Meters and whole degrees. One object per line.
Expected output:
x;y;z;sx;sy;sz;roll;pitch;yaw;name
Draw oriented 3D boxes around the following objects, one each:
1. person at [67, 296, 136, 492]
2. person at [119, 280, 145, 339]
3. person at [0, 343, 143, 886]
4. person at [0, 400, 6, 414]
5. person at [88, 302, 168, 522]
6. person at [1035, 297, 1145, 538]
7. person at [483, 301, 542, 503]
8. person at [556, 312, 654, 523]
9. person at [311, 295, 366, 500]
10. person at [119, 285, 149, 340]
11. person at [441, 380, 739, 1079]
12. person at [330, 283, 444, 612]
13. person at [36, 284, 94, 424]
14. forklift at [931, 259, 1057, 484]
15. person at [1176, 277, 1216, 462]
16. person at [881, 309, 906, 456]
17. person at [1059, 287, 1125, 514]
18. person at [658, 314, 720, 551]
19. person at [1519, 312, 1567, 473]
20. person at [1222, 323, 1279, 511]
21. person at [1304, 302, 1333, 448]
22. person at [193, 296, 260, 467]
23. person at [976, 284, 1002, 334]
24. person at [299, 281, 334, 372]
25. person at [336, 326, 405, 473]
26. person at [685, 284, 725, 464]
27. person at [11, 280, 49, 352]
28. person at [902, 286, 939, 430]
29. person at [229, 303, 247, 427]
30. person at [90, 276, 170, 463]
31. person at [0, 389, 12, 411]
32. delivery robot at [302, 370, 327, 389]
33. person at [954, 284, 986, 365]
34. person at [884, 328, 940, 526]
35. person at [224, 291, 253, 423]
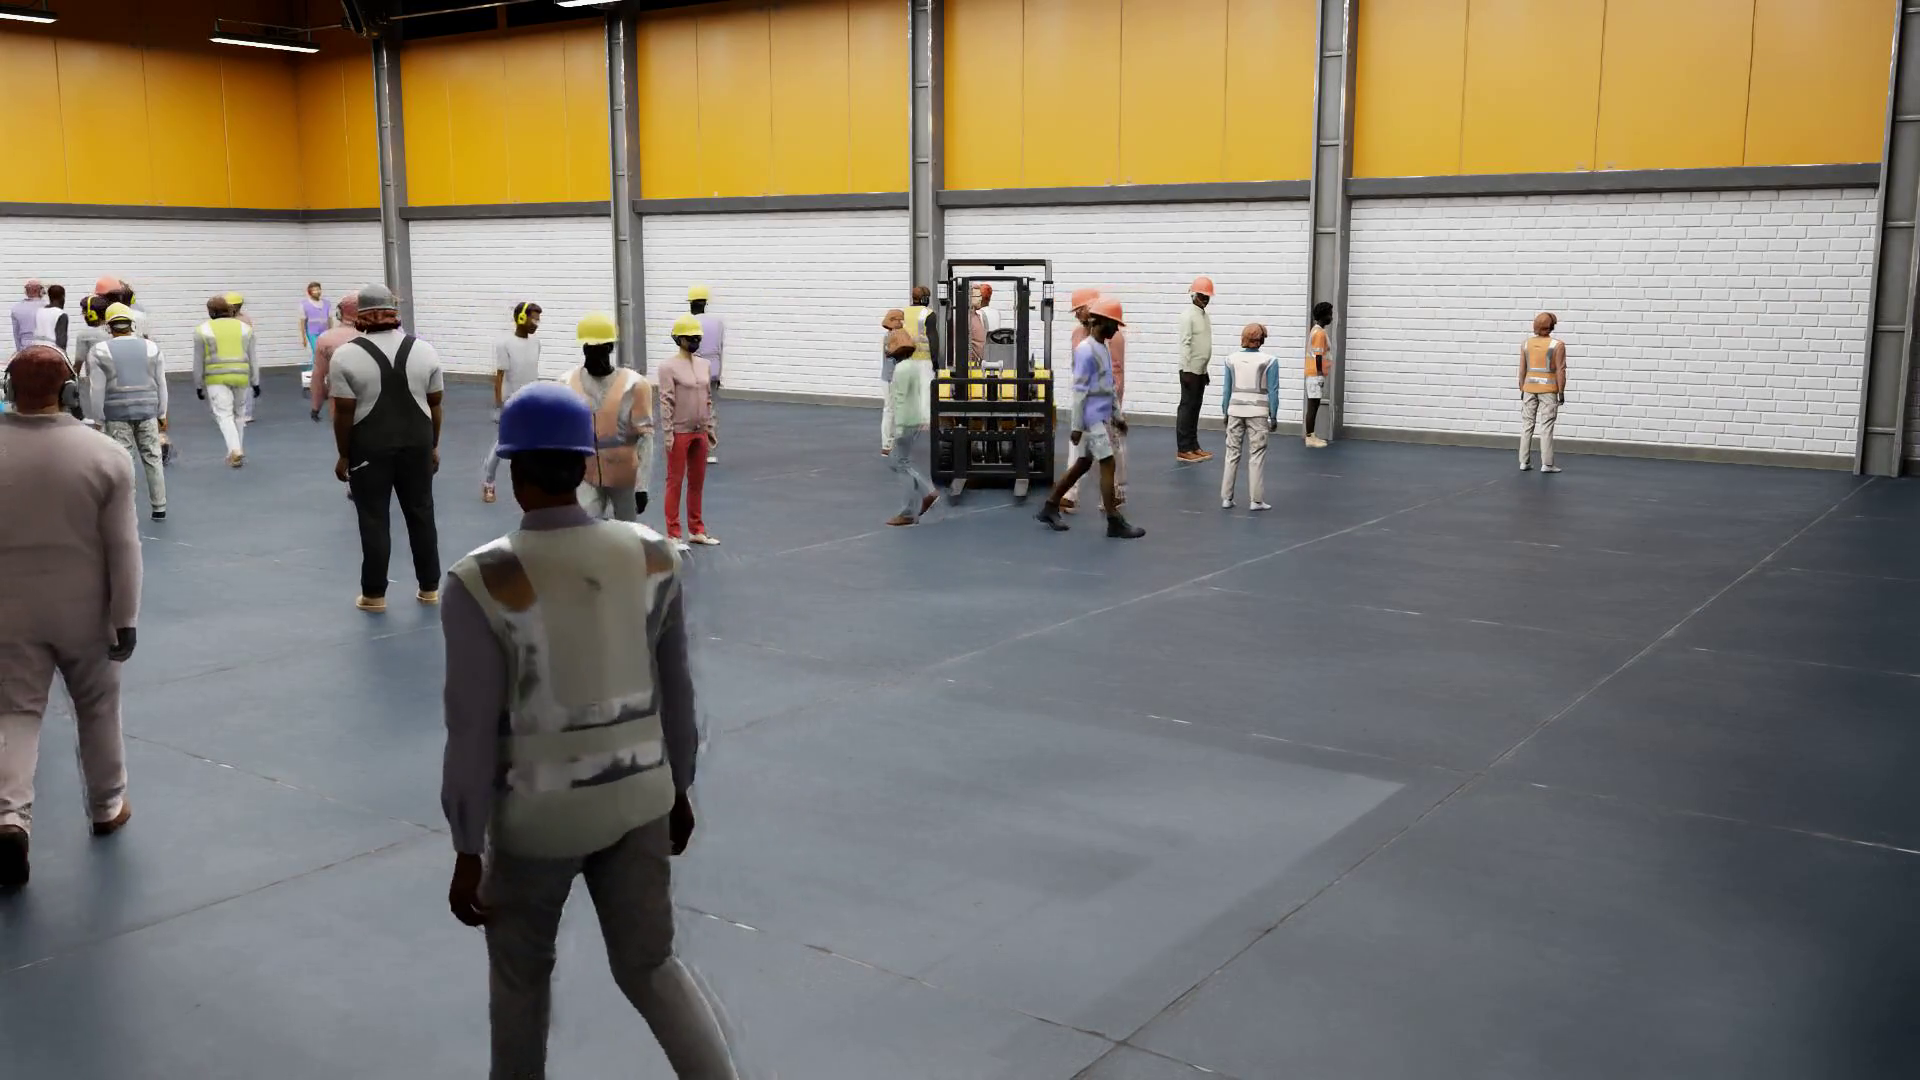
-7.883;-1.318;15.325;0.650;1.843;0.514;4;10;21;person
-10.772;-2.364;21.320;0.666;1.906;0.861;2;10;13;person
-3.262;0.242;5.931;0.647;1.875;0.882;-3;10;-19;person
-5.805;-0.300;9.684;0.531;1.692;0.320;-3;10;-15;person
-6.811;-1.028;13.637;0.588;1.822;0.403;-9;13;-42;person
1.003;-0.968;13.112;0.890;1.888;0.532;2;10;14;person
-3.941;-1.200;14.695;0.963;1.818;0.561;8;12;38;person
-2.051;-0.368;9.563;0.609;1.864;1.032;1;10;7;person
-5.336;-1.211;14.622;0.656;1.866;0.979;-7;12;-38;person
-10.049;-2.138;20.118;0.515;1.868;0.333;-5;11;-29;person
-0.813;0.600;3.734;0.655;1.903;0.912;-9;13;-42;person
-3.570;-0.582;10.331;0.672;2.000;0.536;-7;12;-36;person
-11.836;-2.384;21.616;0.604;1.866;1.009;5;11;26;person
0.370;-1.738;16.759;1.214;2.155;2.313;1;10;3;forklift
2.566;-1.845;18.019;0.402;1.984;0.613;6;11;30;person
-0.733;-1.745;18.468;0.281;1.632;0.505;1;10;8;person
1.099;-1.167;14.126;0.651;1.924;0.970;9;13;43;person
-2.034;-0.809;12.500;0.308;1.769;0.525;7;12;35;person
5.947;-1.505;17.007;0.308;1.645;0.516;-8;13;-40;person
2.516;-1.070;14.479;0.529;1.627;0.322;7;12;34;person
4.163;-1.917;19.323;0.318;1.693;0.535;2;10;11;person
-7.726;-1.670;17.557;0.636;1.810;0.907;-8;13;-41;person
0.290;-2.158;20.179;0.343;1.882;0.585;6;11;31;person
-10.859;-3.443;28.027;0.710;1.819;0.580;6;12;34;person
-5.805;-1.554;16.527;0.932;1.894;0.579;3;10;15;person
-2.789;-1.769;17.777;0.607;1.907;0.563;-8;12;-40;person
-12.335;-2.530;22.327;0.652;1.908;0.409;2;10;10;person
-0.496;-2.328;21.322;0.636;1.842;0.429;9;13;42;person
-9.517;-2.281;21.685;0.525;1.622;0.494;-8;13;-40;person
-8.821;-1.777;17.561;0.969;2.016;0.606;6;11;32;person
-6.306;-0.431;10.640;0.499;1.633;0.281;-6;11;-32;person
-9.959;-2.527;26.034;0.707;0.478;0.477;6;11;30;delivery robot
0.128;-1.877;18.441;0.410;1.909;0.643;2;10;10;person
-0.422;-0.918;13.584;0.415;1.609;0.579;1;10;5;person
-9.637;-2.432;22.165;0.549;1.755;0.377;6;11;30;person
